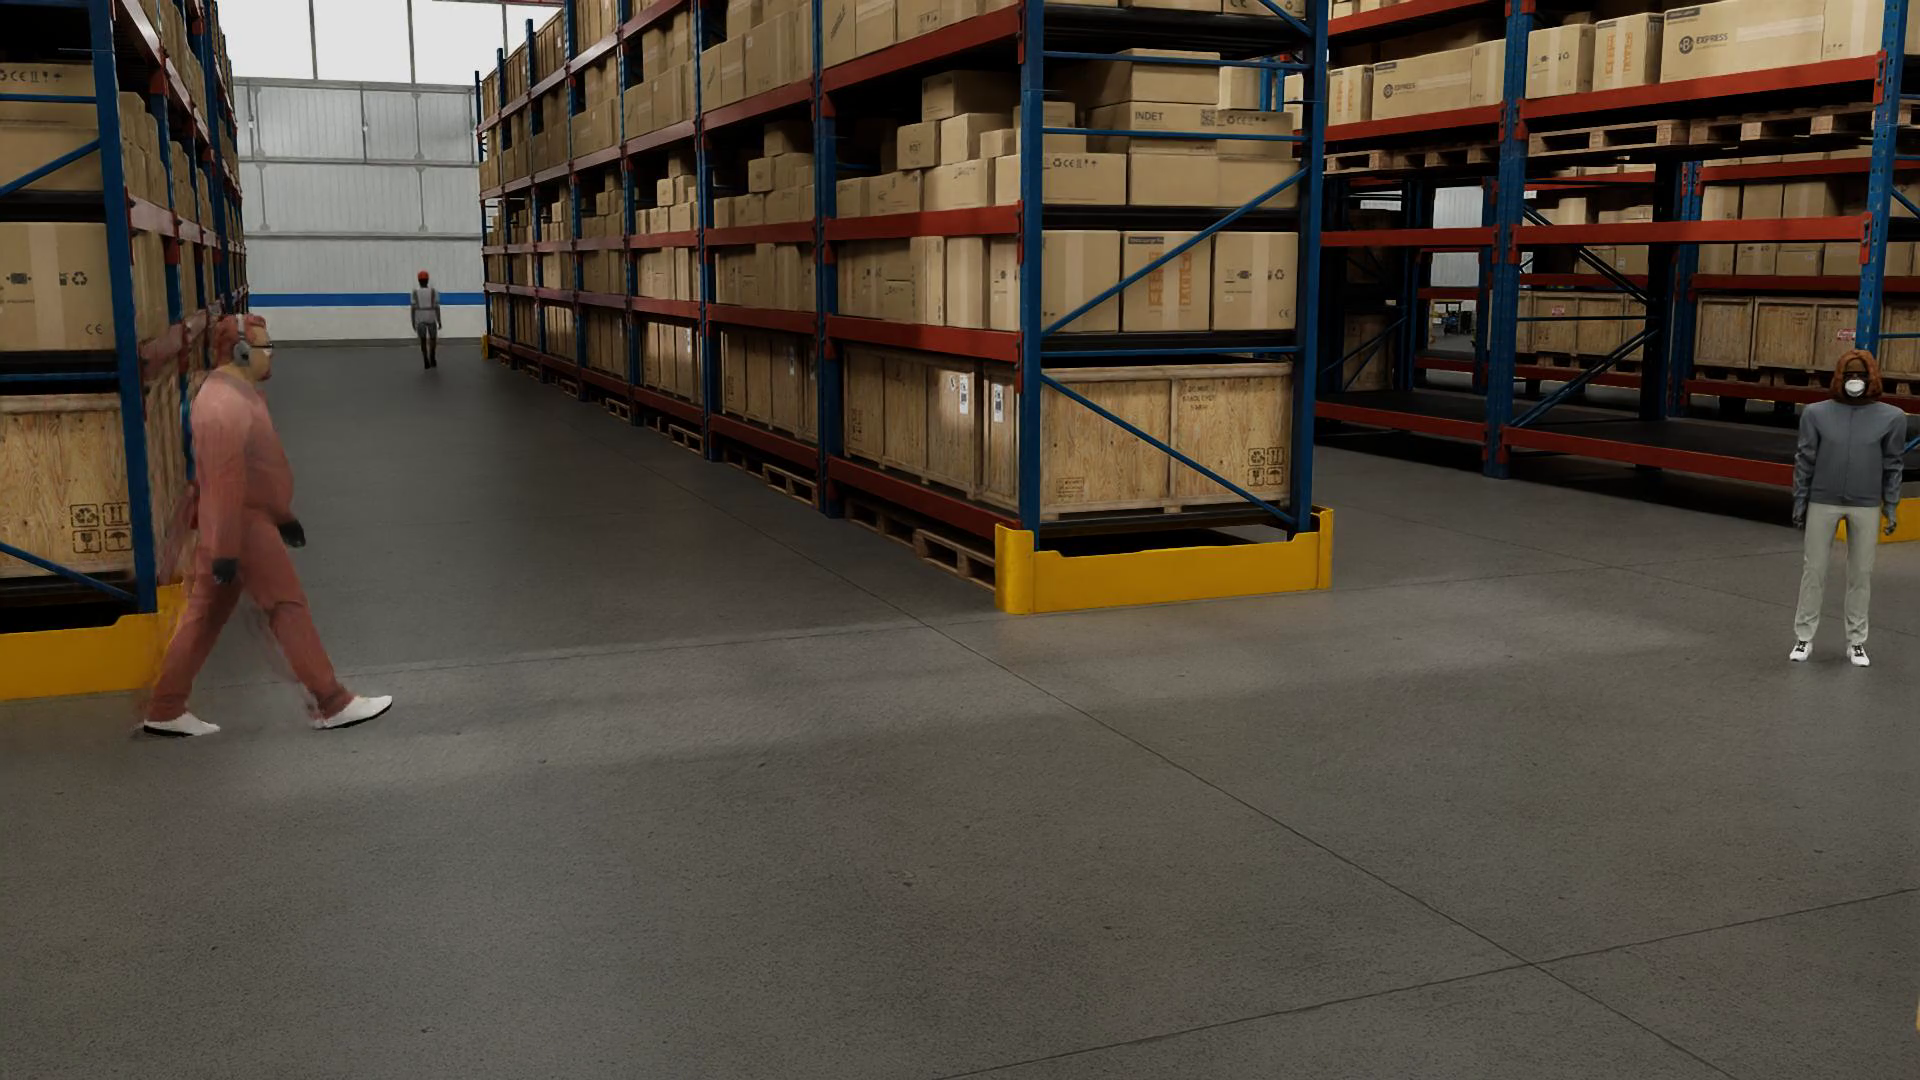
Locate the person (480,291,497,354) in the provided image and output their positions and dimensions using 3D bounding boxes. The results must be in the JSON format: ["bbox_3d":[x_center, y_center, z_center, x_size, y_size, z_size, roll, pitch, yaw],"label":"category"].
[{"bbox_3d":[-10.455,-5.204,37.832,1.015,1.951,0.636,-7,12,-37],"label":"person"}]

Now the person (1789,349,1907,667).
[{"bbox_3d":[4.560,-0.164,8.574,0.504,1.633,0.279,4,10,25],"label":"person"}]

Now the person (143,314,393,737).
[{"bbox_3d":[-3.095,-0.047,7.232,1.022,1.855,0.658,-5,11,-28],"label":"person"}]

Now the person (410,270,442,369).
[{"bbox_3d":[-10.489,-4.325,32.668,0.577,1.904,0.860,-3,10,-15],"label":"person"}]

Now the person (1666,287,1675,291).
[{"bbox_3d":[14.570,-4.566,33.873,0.391,1.993,0.633,-9,13,-43],"label":"person"}]
